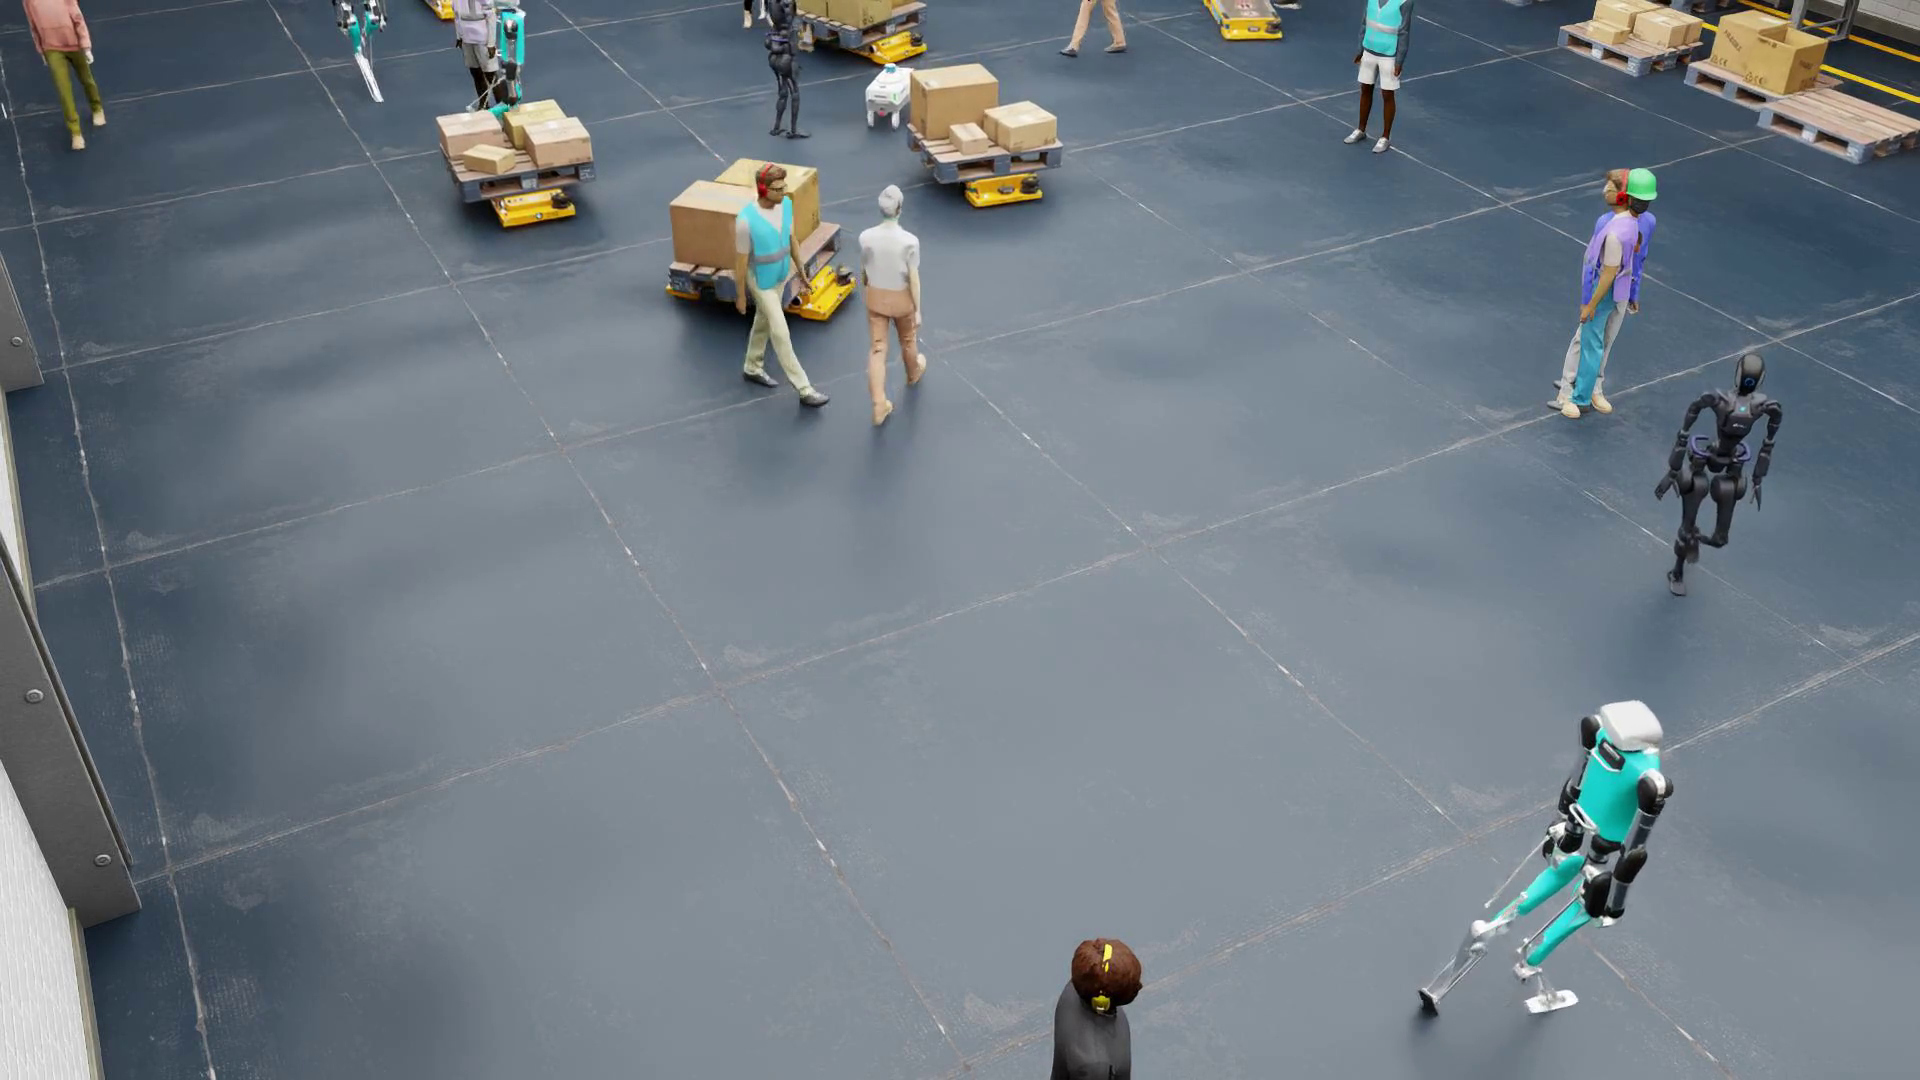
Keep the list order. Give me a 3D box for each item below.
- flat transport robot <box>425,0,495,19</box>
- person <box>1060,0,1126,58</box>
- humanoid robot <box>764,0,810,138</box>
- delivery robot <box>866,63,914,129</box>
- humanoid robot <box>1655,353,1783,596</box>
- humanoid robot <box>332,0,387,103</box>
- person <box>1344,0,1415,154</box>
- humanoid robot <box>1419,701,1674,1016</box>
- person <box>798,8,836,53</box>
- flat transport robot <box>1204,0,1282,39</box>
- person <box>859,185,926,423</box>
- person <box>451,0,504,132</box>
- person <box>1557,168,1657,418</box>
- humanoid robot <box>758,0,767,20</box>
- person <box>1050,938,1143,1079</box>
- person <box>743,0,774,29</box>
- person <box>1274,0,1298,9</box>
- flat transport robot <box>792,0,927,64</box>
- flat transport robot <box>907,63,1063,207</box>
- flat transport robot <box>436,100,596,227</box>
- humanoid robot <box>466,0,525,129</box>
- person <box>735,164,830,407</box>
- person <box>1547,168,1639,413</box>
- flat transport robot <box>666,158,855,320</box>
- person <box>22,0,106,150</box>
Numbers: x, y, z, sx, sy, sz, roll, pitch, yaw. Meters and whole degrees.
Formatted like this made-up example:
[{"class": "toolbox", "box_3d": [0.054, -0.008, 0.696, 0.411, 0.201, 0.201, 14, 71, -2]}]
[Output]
[{"class": "flat transport robot", "box_3d": [-6.186, -6.651, 20.212, 0.659, 0.231, 1.431, -18, 39, -24]}, {"class": "person", "box_3d": [1.493, -6.090, 18.235, 0.868, 1.607, 0.516, -16, 38, -21]}, {"class": "humanoid robot", "box_3d": [-1.742, -4.778, 16.326, 0.354, 1.645, 0.596, -14, 37, -19]}, {"class": "delivery robot", "box_3d": [-0.700, -4.574, 16.977, 0.499, 0.571, 0.756, 9, 36, 13]}, {"class": "humanoid robot", "box_3d": [4.584, -0.448, 10.127, 0.608, 1.636, 0.467, 6, 35, 9]}, {"class": "humanoid robot", "box_3d": [-6.302, -5.519, 17.329, 0.547, 1.767, 0.948, -19, 39, -25]}, {"class": "person", "box_3d": [4.067, -4.705, 15.990, 0.454, 1.931, 0.554, -28, 44, -34]}, {"class": "humanoid robot", "box_3d": [2.498, 1.514, 7.322, 0.890, 1.812, 0.560, -8, 36, -12]}, {"class": "person", "box_3d": [-1.593, -6.383, 18.432, 0.658, 1.876, 0.367, -14, 37, -19]}, {"class": "flat transport robot", "box_3d": [3.322, -6.197, 19.564, 0.659, 0.231, 1.431, -2, 35, -3]}, {"class": "person", "box_3d": [-0.476, -1.747, 11.968, 0.479, 1.700, 0.890, 7, 36, 9]}, {"class": "person", "box_3d": [-4.775, -4.943, 16.320, 0.550, 1.935, 0.373, 24, 41, 30]}, {"class": "person", "box_3d": [4.630, -1.753, 11.824, 0.458, 1.874, 0.343, -9, 36, -12]}, {"class": "humanoid robot", "box_3d": [-2.217, -6.952, 19.353, 0.530, 1.768, 0.749, 3, 35, 4]}, {"class": "person", "box_3d": [0.497, 2.166, 6.225, 0.352, 1.874, 0.498, 1, 35, 1]}, {"class": "person", "box_3d": [-2.354, -6.734, 19.084, 0.546, 1.696, 0.321, -5, 35, -8]}, {"class": "person", "box_3d": [3.697, -7.326, 19.762, 1.025, 1.902, 0.640, 21, 40, 27]}, {"class": "flat transport robot", "box_3d": [-1.121, -5.711, 18.869, 1.431, 0.231, 0.659, 27, 43, 33]}, {"class": "flat transport robot", "box_3d": [0.217, -3.538, 15.768, 0.659, 0.231, 1.431, -11, 37, -16]}, {"class": "flat transport robot", "box_3d": [-4.070, -3.299, 15.426, 0.659, 0.231, 1.431, -15, 38, -20]}, {"class": "humanoid robot", "box_3d": [-4.310, -4.137, 15.364, 0.771, 1.797, 0.530, -5, 35, -7]}, {"class": "person", "box_3d": [-1.286, -1.835, 12.002, 0.915, 1.793, 0.583, 17, 38, 22]}, {"class": "person", "box_3d": [4.585, -1.769, 11.867, 0.390, 1.846, 0.566, 16, 38, 21]}, {"class": "flat transport robot", "box_3d": [-1.652, -2.139, 13.769, 1.431, 0.231, 0.659, 11, 37, 15]}, {"class": "person", "box_3d": [-8.772, -4.832, 16.290, 0.526, 1.792, 0.936, -11, 37, -16]}]
